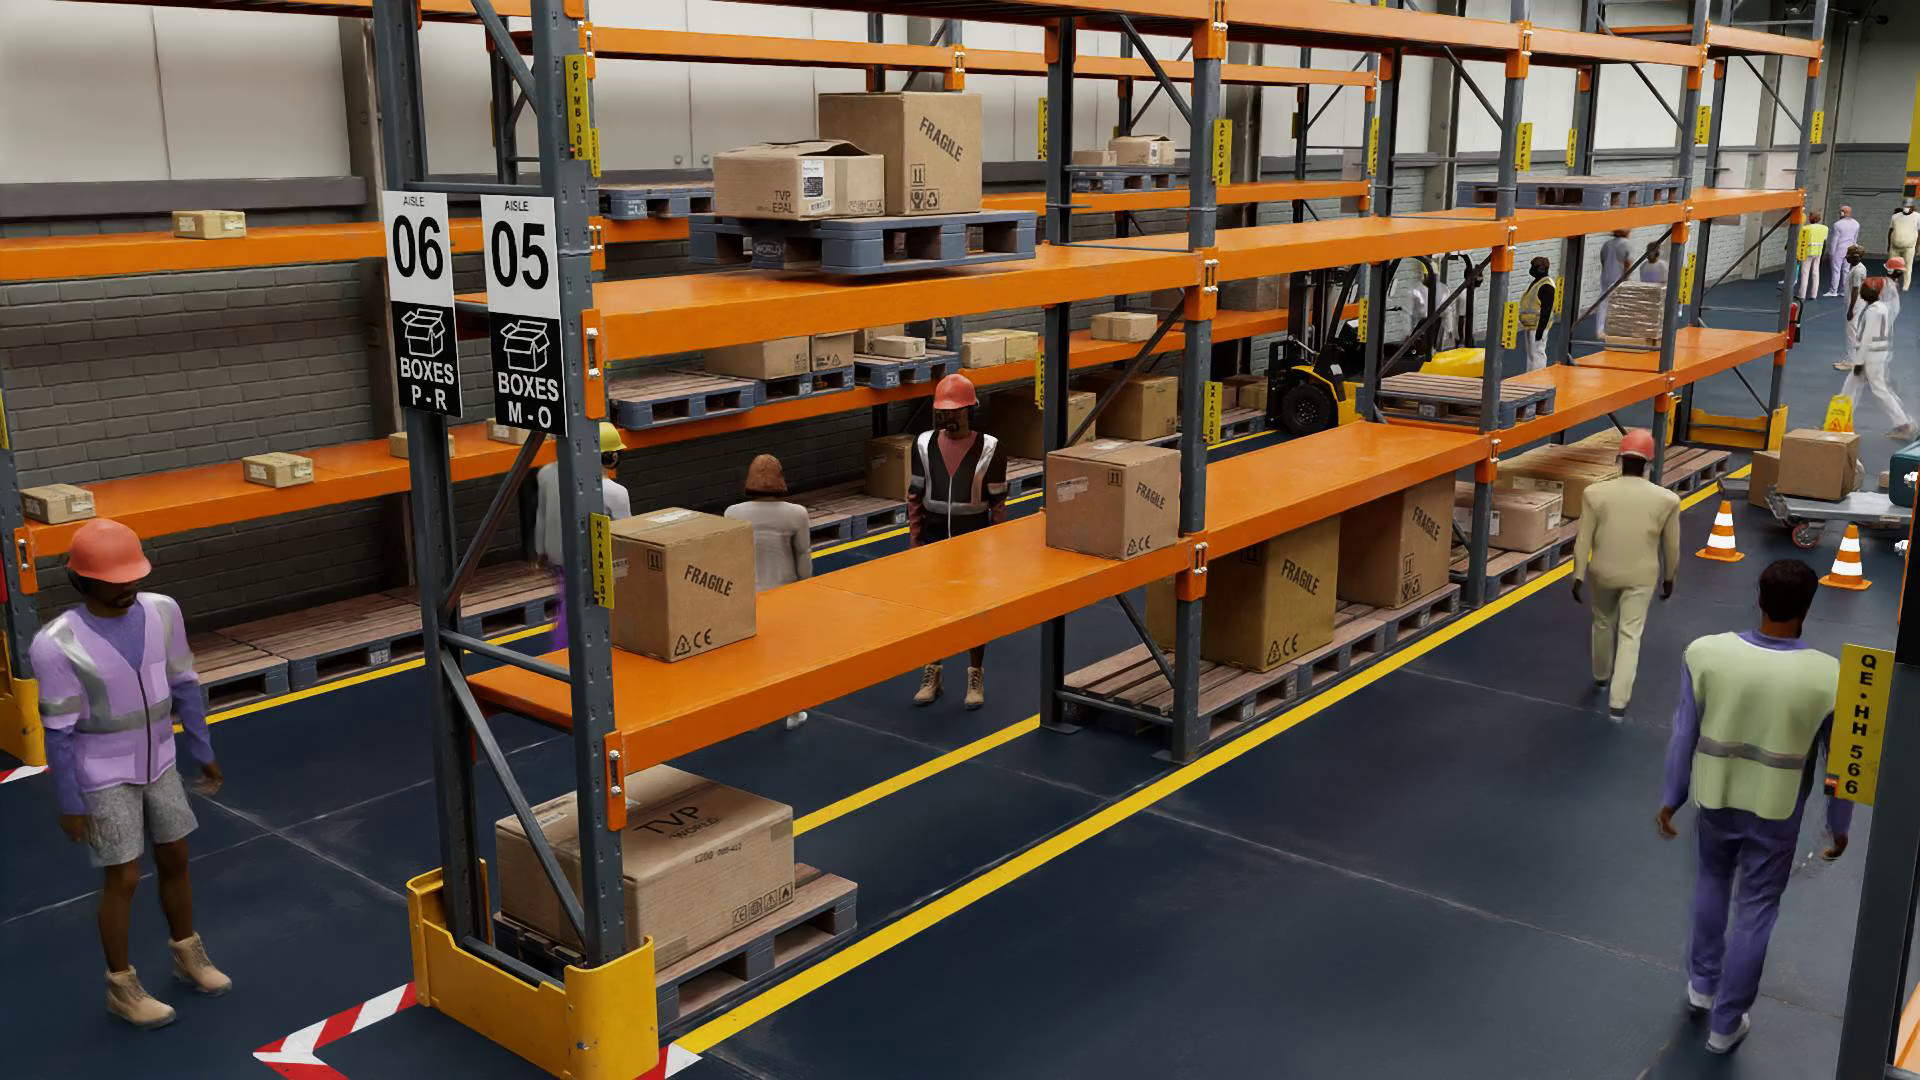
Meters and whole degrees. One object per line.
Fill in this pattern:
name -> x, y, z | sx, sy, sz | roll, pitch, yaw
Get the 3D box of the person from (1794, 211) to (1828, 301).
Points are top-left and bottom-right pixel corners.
person -> 17.585, -5.861, 34.334 | 0.569, 1.843, 0.374 | -1, 14, -4

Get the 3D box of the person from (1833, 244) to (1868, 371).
person -> 13.043, -3.394, 24.320 | 0.350, 1.837, 0.502 | 6, 15, 25

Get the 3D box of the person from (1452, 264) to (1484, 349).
person -> 6.224, -2.456, 20.457 | 0.326, 1.861, 0.500 | 8, 16, 28

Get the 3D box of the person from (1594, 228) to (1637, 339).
person -> 11.149, -4.415, 28.043 | 1.010, 2.000, 0.698 | -8, 16, -29

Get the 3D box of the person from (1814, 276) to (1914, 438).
person -> 10.479, -2.091, 19.028 | 0.995, 1.840, 0.585 | 8, 16, 29

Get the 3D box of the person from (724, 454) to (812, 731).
person -> -1.107, 0.310, 9.647 | 0.507, 1.632, 0.271 | -1, 14, -3

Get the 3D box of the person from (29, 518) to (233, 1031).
person -> -3.199, 0.891, 6.464 | 0.432, 2.030, 0.640 | 7, 15, 27

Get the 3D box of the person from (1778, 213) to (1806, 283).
person -> 19.184, -6.854, 38.234 | 0.591, 1.916, 0.391 | -11, 18, -39

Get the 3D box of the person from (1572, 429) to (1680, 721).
person -> 4.015, 0.181, 10.034 | 0.585, 1.699, 0.900 | 6, 15, 24

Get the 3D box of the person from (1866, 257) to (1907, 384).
person -> 12.854, -3.046, 23.068 | 0.340, 1.747, 0.569 | 8, 16, 30

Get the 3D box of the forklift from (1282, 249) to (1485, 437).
forklift -> 4.886, -2.214, 18.767 | 2.313, 2.155, 1.214 | 11, 18, 38

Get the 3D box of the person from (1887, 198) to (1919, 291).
person -> 20.750, -6.511, 36.580 | 0.536, 2.000, 0.683 | -13, 19, -43

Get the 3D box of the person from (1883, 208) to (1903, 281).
person -> 21.907, -6.919, 38.950 | 0.316, 1.696, 0.542 | 4, 14, 17

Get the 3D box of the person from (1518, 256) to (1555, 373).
person -> 7.574, -2.805, 21.903 | 0.429, 1.844, 0.623 | 1, 14, 4

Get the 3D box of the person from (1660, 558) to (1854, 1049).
person -> 3.058, 0.984, 6.347 | 0.638, 1.897, 0.639 | 10, 17, 36

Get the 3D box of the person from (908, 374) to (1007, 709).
person -> -0.026, 0.015, 9.998 | 0.605, 2.045, 0.381 | 3, 14, 14

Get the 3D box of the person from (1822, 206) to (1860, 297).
person -> 18.602, -6.087, 35.130 | 0.643, 1.909, 0.411 | -5, 15, -18

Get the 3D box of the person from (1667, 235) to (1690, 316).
person -> 13.505, -5.144, 31.356 | 0.524, 1.876, 0.325 | -11, 17, -37

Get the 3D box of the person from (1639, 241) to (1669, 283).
person -> 10.359, -3.562, 25.007 | 0.578, 1.824, 0.524 | -9, 17, -34

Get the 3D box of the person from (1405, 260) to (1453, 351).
person -> 6.199, -2.821, 22.080 | 0.594, 1.796, 0.895 | -2, 14, -8
